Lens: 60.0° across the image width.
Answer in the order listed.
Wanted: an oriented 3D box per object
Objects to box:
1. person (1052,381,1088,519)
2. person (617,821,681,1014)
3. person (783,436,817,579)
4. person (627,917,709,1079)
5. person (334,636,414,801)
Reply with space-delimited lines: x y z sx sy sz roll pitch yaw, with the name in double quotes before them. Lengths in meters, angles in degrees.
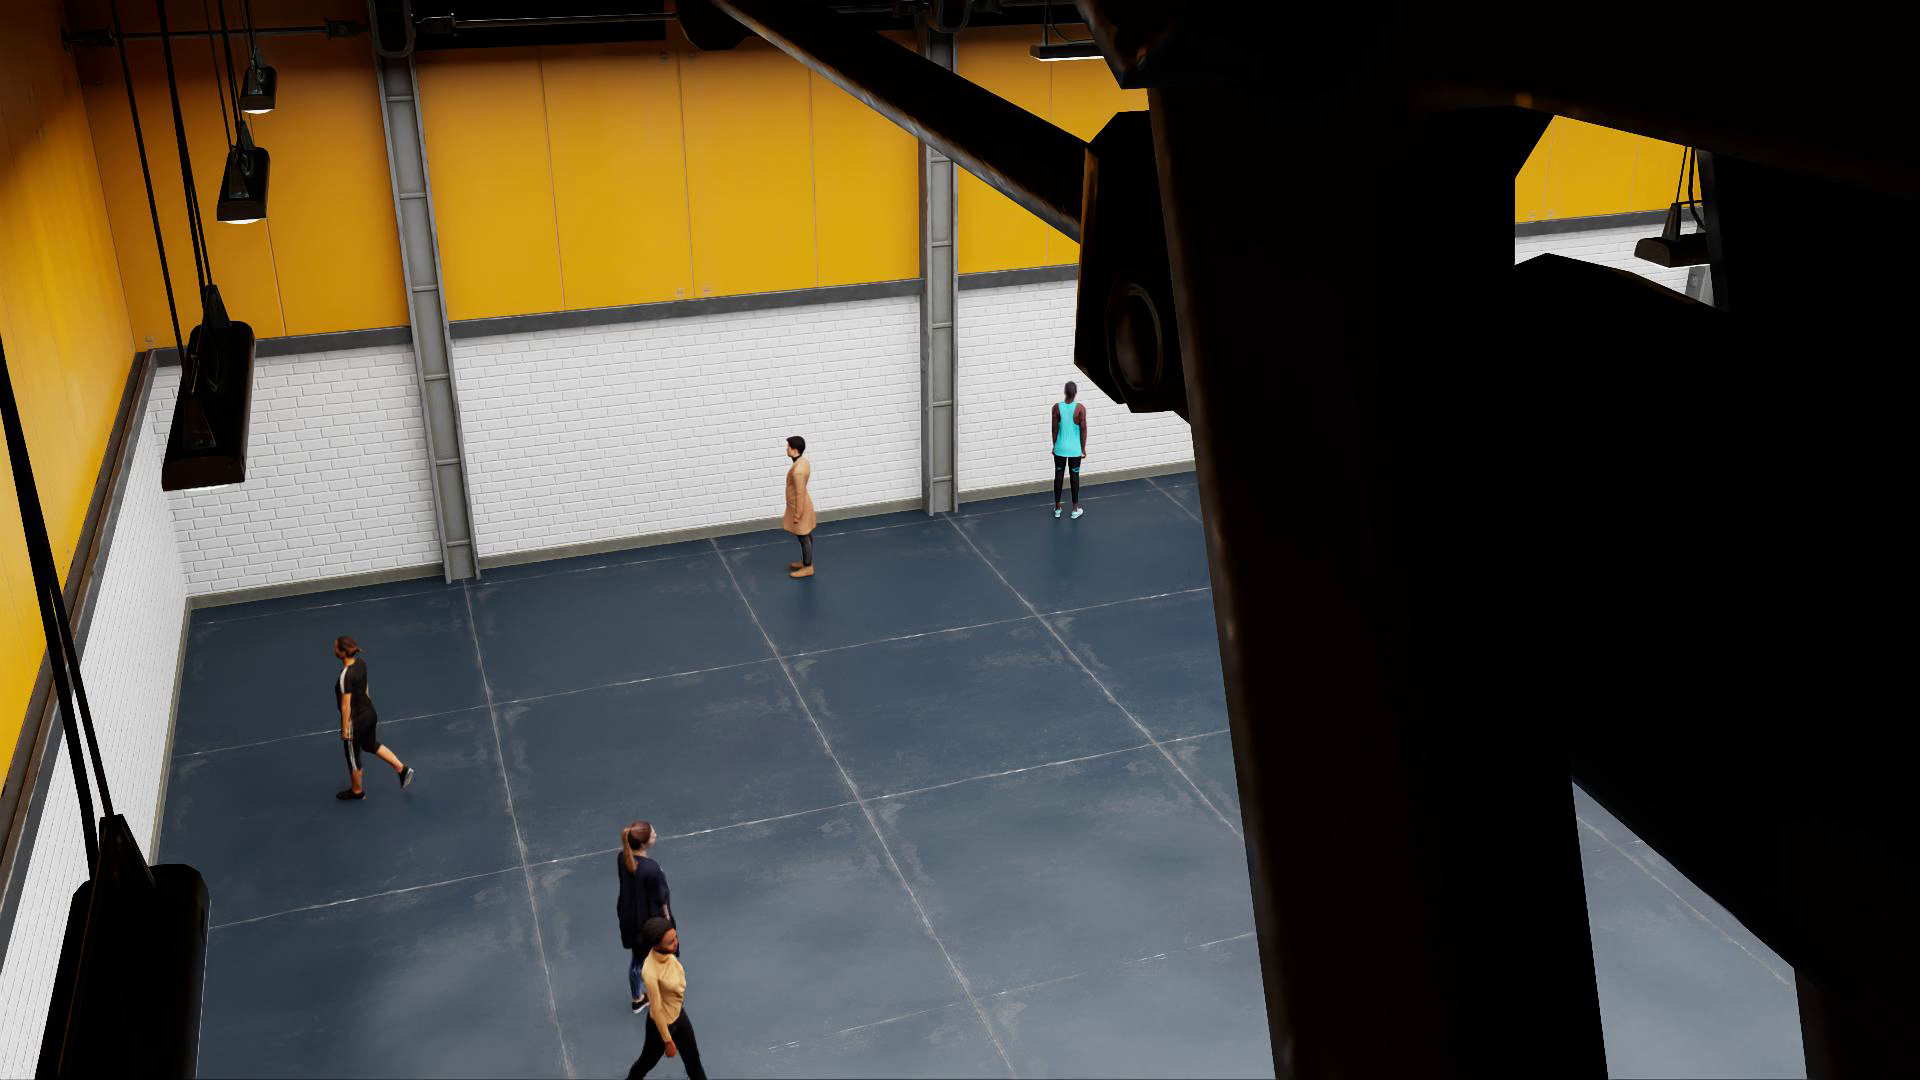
"person" 1.364 -1.150 21.059 0.636 1.811 0.736 6 24 14
"person" -2.304 2.799 12.182 0.718 1.683 0.724 16 28 32
"person" -1.858 -0.408 19.466 0.722 1.726 0.719 -1 24 -1
"person" -2.069 3.253 11.230 1.195 1.615 0.999 5 24 11
"person" -5.340 1.610 14.944 1.025 1.650 0.836 2 24 5
